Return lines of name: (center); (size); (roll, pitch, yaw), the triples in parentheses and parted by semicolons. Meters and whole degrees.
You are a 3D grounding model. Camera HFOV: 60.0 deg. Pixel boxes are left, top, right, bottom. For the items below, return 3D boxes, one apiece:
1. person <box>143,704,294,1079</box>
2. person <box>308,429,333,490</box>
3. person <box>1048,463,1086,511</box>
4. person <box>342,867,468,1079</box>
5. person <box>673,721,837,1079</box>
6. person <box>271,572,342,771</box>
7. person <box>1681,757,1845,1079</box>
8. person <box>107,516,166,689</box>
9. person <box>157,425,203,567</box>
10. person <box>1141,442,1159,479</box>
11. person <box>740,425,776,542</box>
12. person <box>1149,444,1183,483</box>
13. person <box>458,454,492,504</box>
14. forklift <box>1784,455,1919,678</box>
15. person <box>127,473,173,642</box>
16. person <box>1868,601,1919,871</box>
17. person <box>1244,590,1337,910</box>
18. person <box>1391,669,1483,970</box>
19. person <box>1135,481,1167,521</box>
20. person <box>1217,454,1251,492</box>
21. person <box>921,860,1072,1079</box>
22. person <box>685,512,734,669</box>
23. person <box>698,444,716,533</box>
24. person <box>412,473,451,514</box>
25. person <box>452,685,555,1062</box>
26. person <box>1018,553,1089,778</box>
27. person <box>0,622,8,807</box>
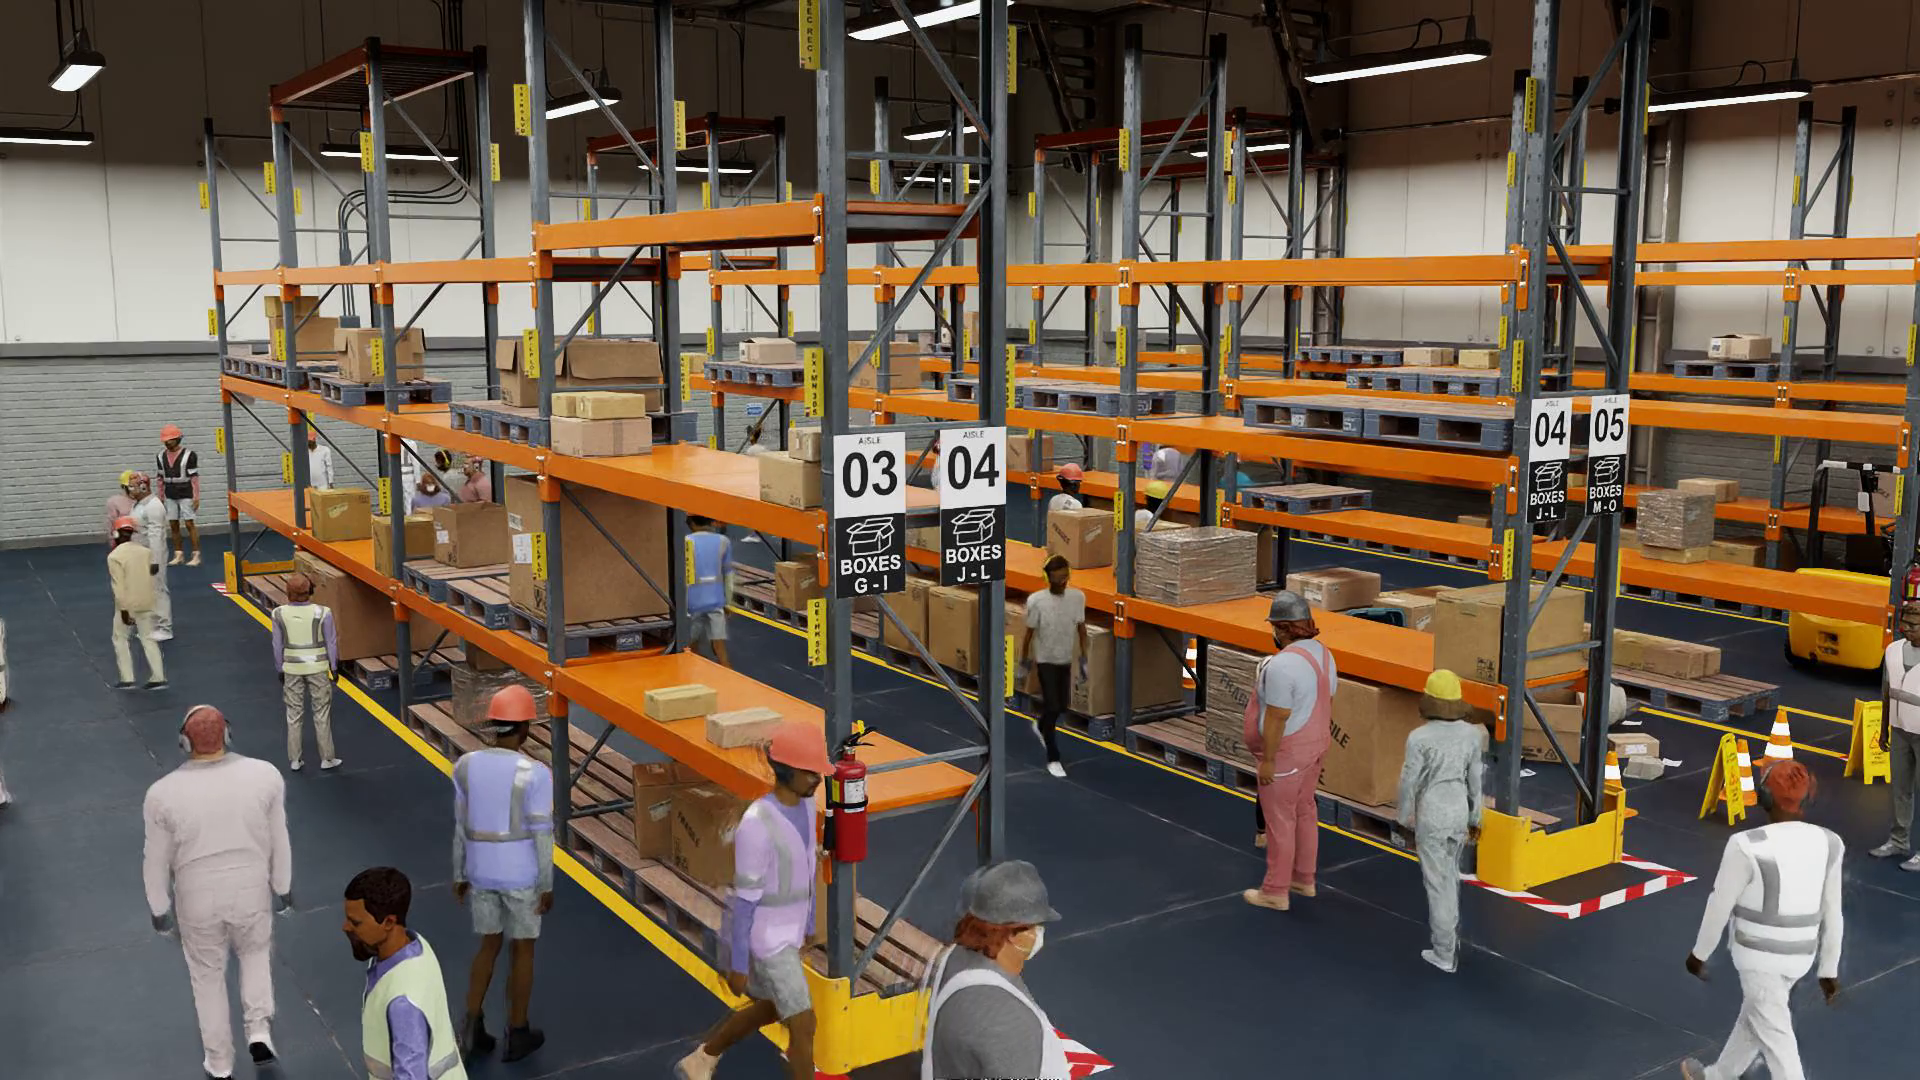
person: (-3.680, 1.742, 8.261); (0.669, 1.887, 0.418); (-5, 10, -32)
person: (-10.327, -0.936, 26.597); (0.574, 1.737, 0.354); (-3, 9, -19)
person: (1.189, 0.173, 18.257); (0.405, 2.036, 0.607); (-4, 9, -24)
person: (-1.962, 2.082, 5.978); (0.408, 1.905, 0.606); (-3, 9, -20)
person: (-0.915, 1.788, 7.653); (0.968, 1.997, 0.611); (3, 9, 17)
person: (-5.316, 1.073, 13.536); (0.514, 1.645, 0.308); (0, 9, -3)
person: (3.663, 1.881, 7.557); (0.575, 1.830, 1.026); (-2, 9, -16)
person: (-8.085, 0.625, 16.286); (0.644, 1.707, 0.581); (3, 9, 19)
person: (-11.065, -0.618, 23.528); (0.619, 2.028, 0.409); (1, 9, 9)
person: (3.311, -1.215, 28.113); (0.429, 1.843, 0.633); (-3, 9, -21)
person: (-3.100, -0.849, 25.662); (0.670, 1.853, 0.505); (3, 9, 20)
person: (3.181, -0.800, 25.491); (0.587, 1.806, 0.858); (-7, 11, -41)
person: (-6.033, -0.132, 20.674); (0.408, 1.913, 0.642); (-6, 10, -33)
forklift: (9.643, 0.253, 17.172); (2.313, 2.155, 1.214); (-6, 10, -33)
person: (-9.080, 0.193, 18.578); (0.399, 1.900, 0.635); (-8, 12, -42)
person: (6.504, 1.317, 11.287); (0.388, 1.837, 0.560); (-3, 9, -17)
person: (2.081, 1.311, 10.630); (0.535, 2.000, 0.685); (7, 11, 39)
person: (2.770, 1.602, 9.704); (0.486, 1.725, 0.586); (-3, 9, -19)
person: (2.003, 0.317, 17.720); (0.443, 1.906, 0.591); (-1, 9, -7)
person: (3.737, -0.369, 22.922); (0.558, 1.706, 0.902); (-7, 11, -41)
person: (0.171, 2.046, 5.740); (1.049, 2.000, 0.683); (-1, 9, -7)
person: (-2.357, 0.595, 15.541); (0.621, 2.009, 0.959); (-5, 10, -29)
person: (-3.839, -0.640, 25.000); (0.277, 1.627, 0.502); (-6, 10, -33)
person: (-6.778, -0.078, 21.362); (0.511, 1.612, 0.719); (-5, 10, -28)
person: (-2.331, 1.700, 8.510); (0.573, 1.900, 0.564); (2, 9, 14)
person: (0.719, 0.973, 13.620); (0.520, 1.831, 0.742); (-4, 9, -23)
person: (-7.229, 1.157, 12.174); (0.465, 1.888, 0.706); (0, 9, -2)
